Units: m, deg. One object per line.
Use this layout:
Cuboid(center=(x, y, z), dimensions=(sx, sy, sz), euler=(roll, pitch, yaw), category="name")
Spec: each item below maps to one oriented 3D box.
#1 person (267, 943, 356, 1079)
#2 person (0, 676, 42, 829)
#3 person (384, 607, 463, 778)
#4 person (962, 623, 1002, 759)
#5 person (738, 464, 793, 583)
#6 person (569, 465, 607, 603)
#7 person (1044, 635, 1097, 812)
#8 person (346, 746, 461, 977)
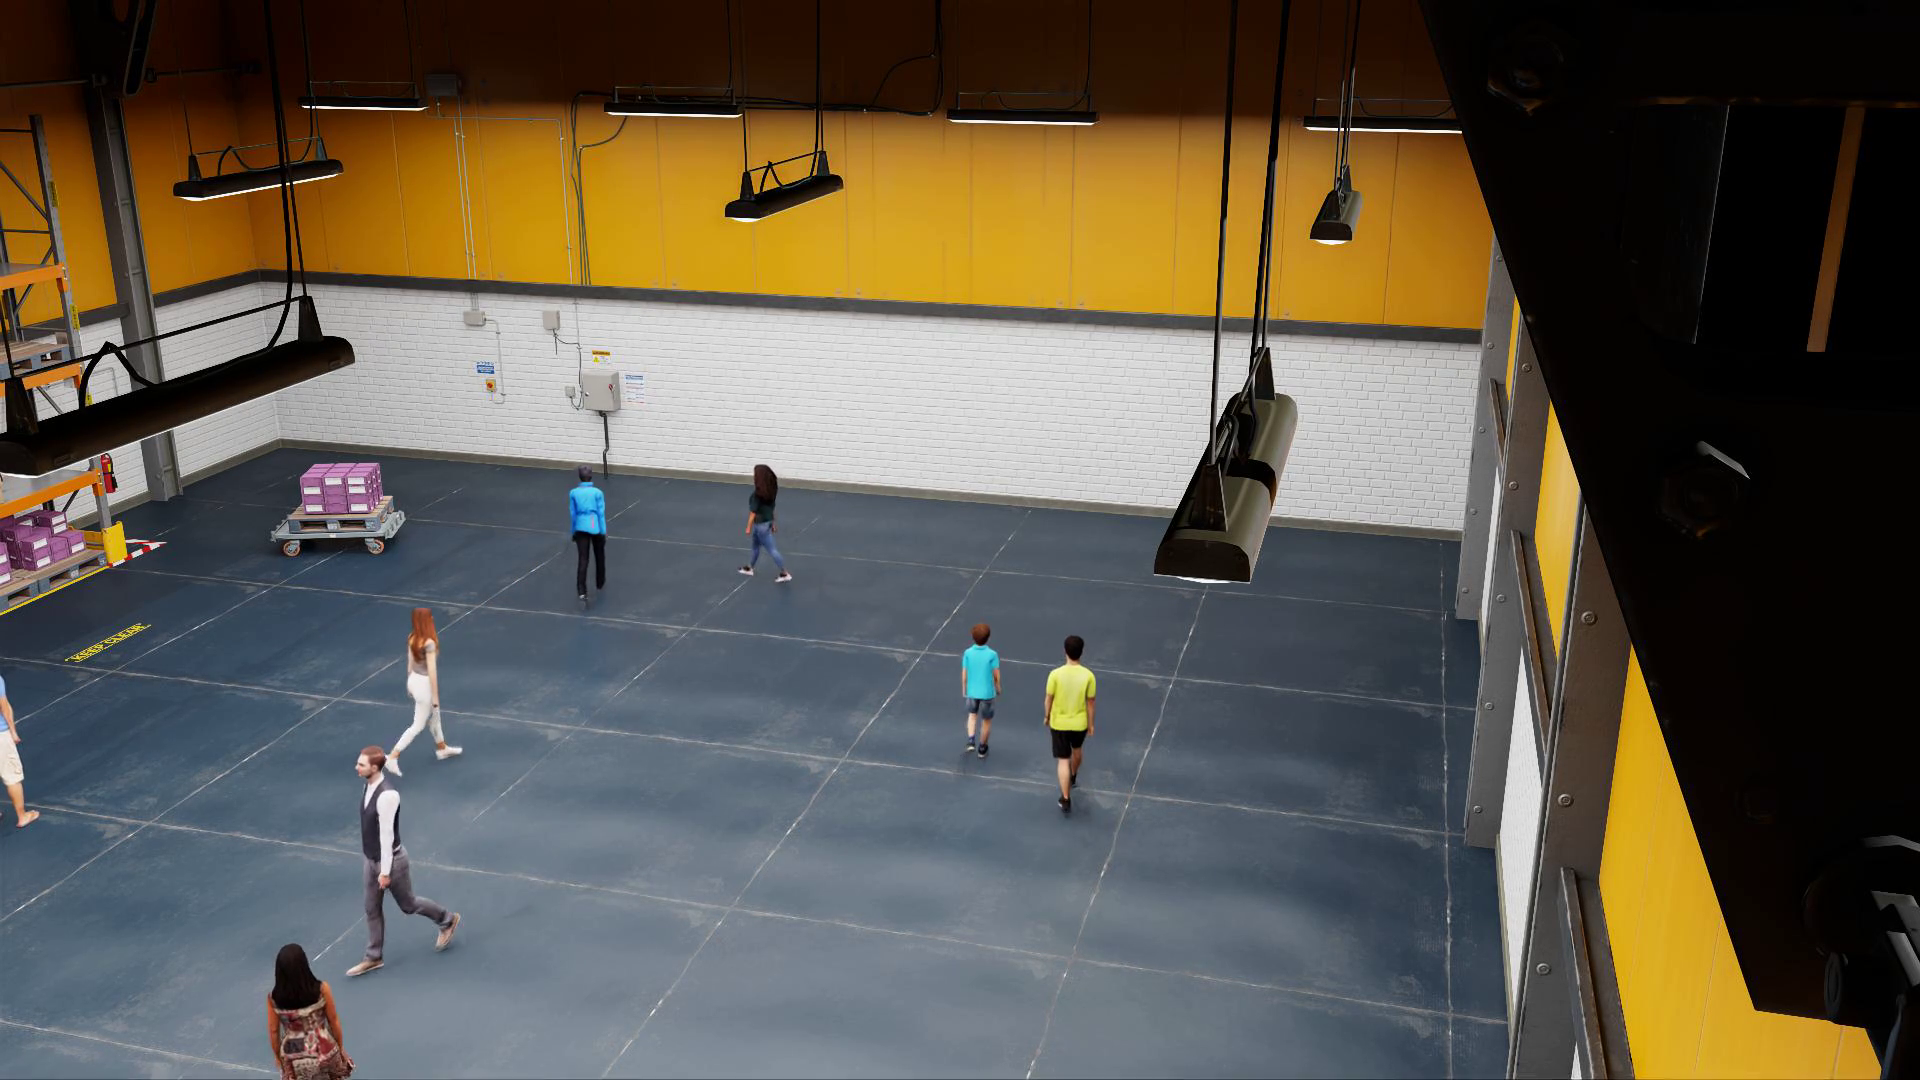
Cuboid(center=(-4.329, 3.455, 11.037), dimensions=(0.806, 1.638, 0.861), euler=(-5, 19, -15), category="person")
Cuboid(center=(-9.071, 1.818, 15.542), dimensions=(0.733, 1.864, 0.709), euler=(-3, 19, -8), category="person")
Cuboid(center=(-5.460, 1.539, 16.656), dimensions=(0.970, 1.684, 1.220), euler=(17, 25, 41), category="person")
Cuboid(center=(0.202, 1.556, 16.989), dimensions=(0.514, 1.437, 0.492), euler=(5, 19, 14), category="person")
Cuboid(center=(-2.531, -0.181, 21.931), dimensions=(0.728, 1.575, 1.058), euler=(8, 20, 22), category="person")
Cuboid(center=(-4.775, -0.064, 21.289), dimensions=(0.832, 1.763, 1.212), euler=(0, 19, -1), category="person")
Cuboid(center=(1.053, 1.782, 15.964), dimensions=(0.885, 1.664, 1.181), euler=(-2, 19, -5), category="person")
Cuboid(center=(-4.506, 2.535, 13.344), dimensions=(1.265, 1.908, 1.079), euler=(-16, 24, -39), category="person")
